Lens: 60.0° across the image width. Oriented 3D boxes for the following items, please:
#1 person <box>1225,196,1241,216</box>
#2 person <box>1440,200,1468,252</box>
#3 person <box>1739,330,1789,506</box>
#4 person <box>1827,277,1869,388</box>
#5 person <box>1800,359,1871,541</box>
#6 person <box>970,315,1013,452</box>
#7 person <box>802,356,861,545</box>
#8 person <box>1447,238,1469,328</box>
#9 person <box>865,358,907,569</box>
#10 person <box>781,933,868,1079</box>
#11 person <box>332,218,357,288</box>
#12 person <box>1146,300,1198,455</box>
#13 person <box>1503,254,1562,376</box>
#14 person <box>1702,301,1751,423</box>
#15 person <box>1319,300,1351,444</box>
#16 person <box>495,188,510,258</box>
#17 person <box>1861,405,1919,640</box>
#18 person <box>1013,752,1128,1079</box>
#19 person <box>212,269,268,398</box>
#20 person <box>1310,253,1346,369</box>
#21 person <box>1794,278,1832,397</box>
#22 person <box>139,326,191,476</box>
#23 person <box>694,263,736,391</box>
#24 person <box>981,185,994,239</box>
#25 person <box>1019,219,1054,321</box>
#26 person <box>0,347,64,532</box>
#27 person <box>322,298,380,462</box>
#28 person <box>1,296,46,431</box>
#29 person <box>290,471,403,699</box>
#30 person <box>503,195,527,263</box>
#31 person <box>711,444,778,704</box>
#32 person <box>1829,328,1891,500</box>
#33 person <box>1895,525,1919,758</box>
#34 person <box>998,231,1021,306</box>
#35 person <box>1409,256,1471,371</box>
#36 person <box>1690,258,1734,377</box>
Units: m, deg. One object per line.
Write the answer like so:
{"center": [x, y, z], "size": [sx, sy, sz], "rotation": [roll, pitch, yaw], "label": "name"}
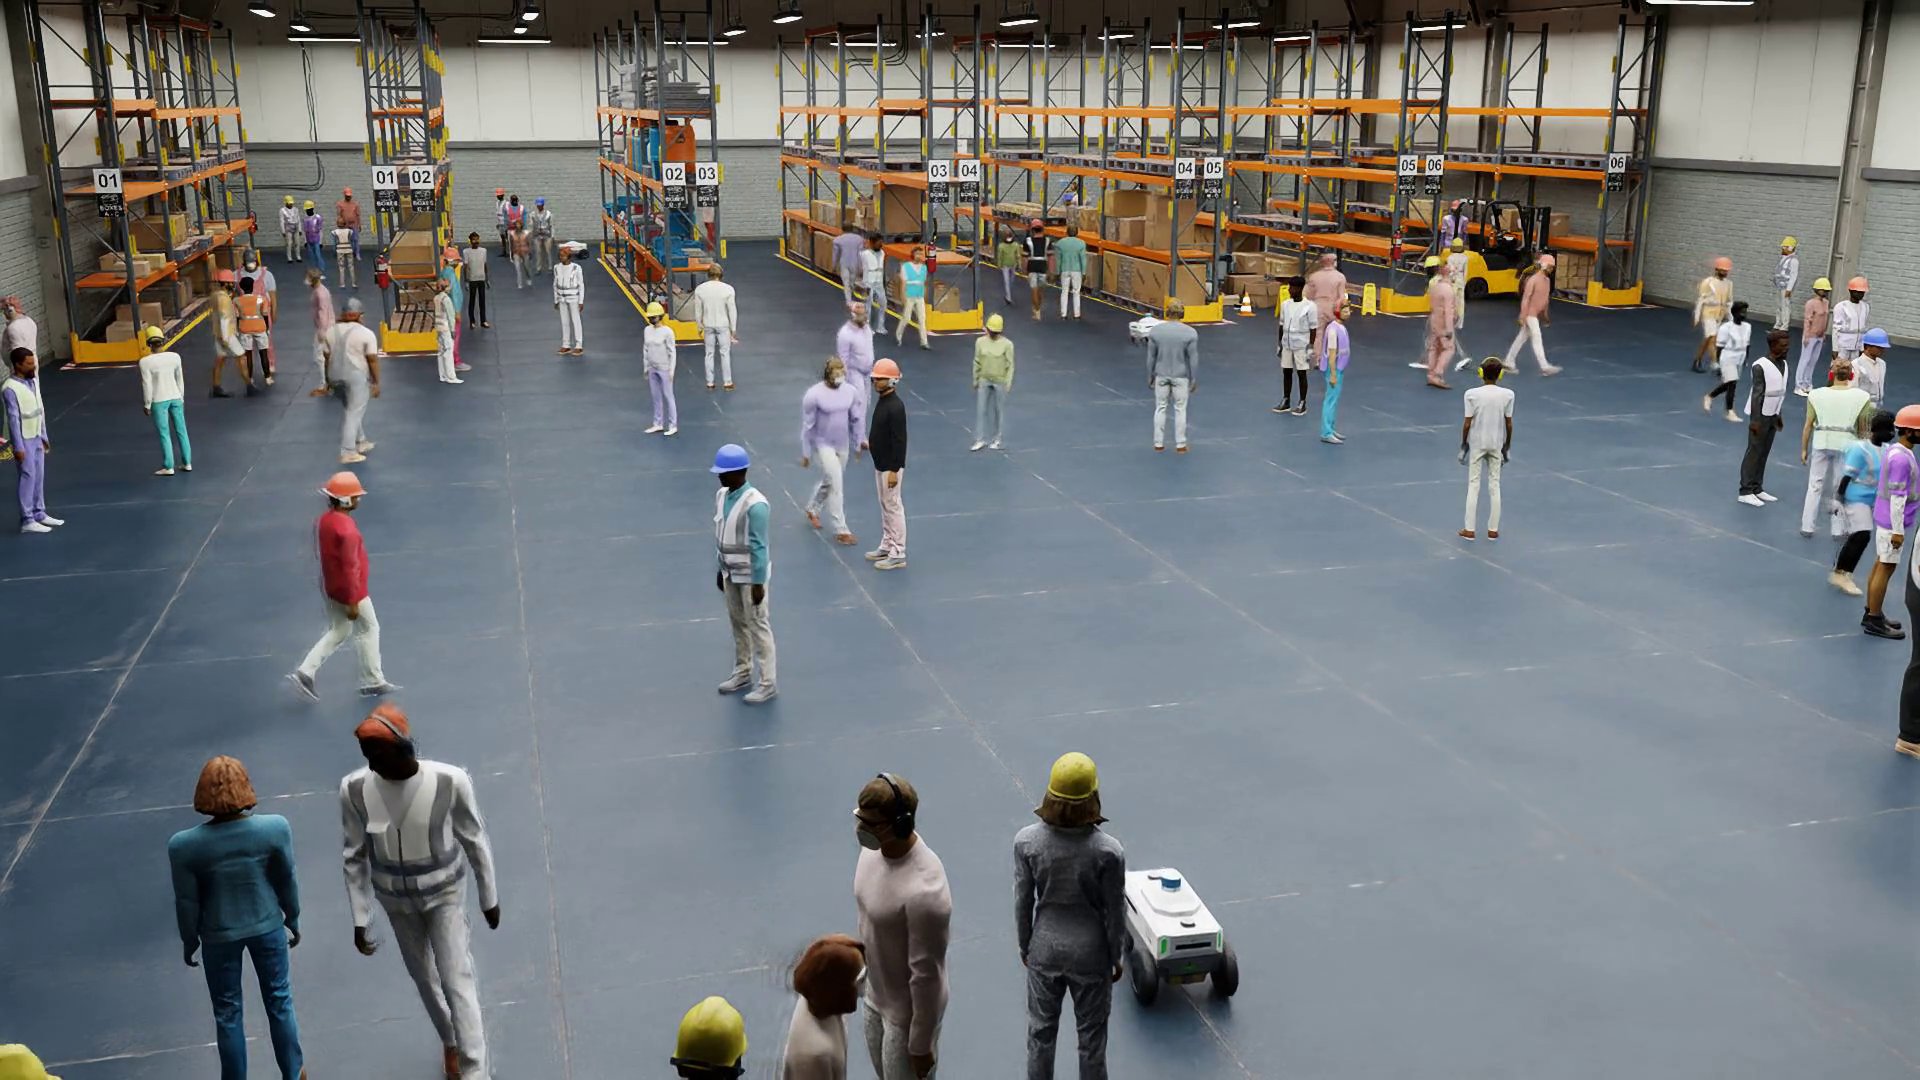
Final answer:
{"center": [7.821, -9.035, 47.718], "size": [0.500, 1.633, 0.280], "rotation": [-5, 16, -19], "label": "person"}
{"center": [11.596, -6.947, 39.072], "size": [0.605, 2.045, 0.379], "rotation": [2, 15, 6], "label": "person"}
{"center": [8.840, -1.354, 18.263], "size": [0.587, 1.920, 0.391], "rotation": [-12, 19, -38], "label": "person"}
{"center": [12.505, -2.726, 23.392], "size": [0.544, 1.939, 0.354], "rotation": [-5, 16, -17], "label": "person"}
{"center": [8.767, -0.899, 16.719], "size": [0.561, 1.837, 0.388], "rotation": [7, 17, 25], "label": "person"}
{"center": [0.390, -1.969, 20.951], "size": [0.563, 1.713, 0.761], "rotation": [5, 16, 18], "label": "person"}
{"center": [-1.339, -0.949, 16.842], "size": [0.644, 1.897, 1.006], "rotation": [-13, 20, -40], "label": "person"}
{"center": [9.579, -4.964, 32.185], "size": [0.492, 1.742, 0.320], "rotation": [-6, 16, -22], "label": "person"}
{"center": [-0.689, -0.728, 15.758], "size": [0.369, 1.996, 0.622], "rotation": [-5, 16, -17], "label": "person"}
{"center": [-0.494, 2.113, 5.883], "size": [0.828, 1.576, 0.508], "rotation": [1, 15, 3], "label": "person"}
{"center": [-14.432, -6.722, 39.003], "size": [0.514, 1.640, 0.310], "rotation": [-7, 16, -23], "label": "person"}
{"center": [2.643, -2.028, 20.785], "size": [0.642, 1.931, 0.378], "rotation": [5, 16, 19], "label": "person"}
{"center": [9.231, -3.609, 26.713], "size": [0.967, 1.933, 0.632], "rotation": [11, 18, 35], "label": "person"}
{"center": [10.634, -2.495, 23.050], "size": [0.531, 1.676, 0.726], "rotation": [-7, 16, -23], "label": "person"}
{"center": [4.843, -2.180, 21.512], "size": [0.375, 1.843, 0.575], "rotation": [6, 16, 20], "label": "person"}
{"center": [-12.809, -8.883, 46.590], "size": [0.549, 1.930, 0.398], "rotation": [12, 19, 38], "label": "person"}
{"center": [7.737, -0.158, 13.730], "size": [0.355, 1.938, 0.545], "rotation": [7, 16, 24], "label": "person"}
{"center": [0.466, 1.722, 7.029], "size": [0.486, 1.744, 0.294], "rotation": [4, 15, 15], "label": "person"}
{"center": [-10.802, -3.070, 24.745], "size": [0.880, 1.896, 0.566], "rotation": [-10, 18, -34], "label": "person"}
{"center": [6.129, -3.785, 27.471], "size": [0.673, 1.881, 0.785], "rotation": [11, 18, 36], "label": "person"}
{"center": [12.800, -3.035, 24.886], "size": [0.534, 1.767, 0.314], "rotation": [-10, 18, -32], "label": "person"}
{"center": [-9.403, -1.640, 19.640], "size": [0.329, 1.765, 0.526], "rotation": [9, 17, 31], "label": "person"}
{"center": [-3.697, -3.220, 25.251], "size": [0.630, 1.938, 0.369], "rotation": [2, 15, 8], "label": "person"}
{"center": [0.928, -10.425, 52.838], "size": [0.917, 1.691, 0.494], "rotation": [-14, 21, -43], "label": "person"}
{"center": [1.517, -5.457, 33.543], "size": [0.654, 1.995, 0.998], "rotation": [-5, 16, -17], "label": "person"}
{"center": [-9.584, -1.027, 17.068], "size": [0.392, 1.911, 0.585], "rotation": [-2, 15, -6], "label": "person"}
{"center": [-7.517, -2.013, 20.512], "size": [0.698, 2.000, 0.870], "rotation": [5, 16, 18], "label": "person"}
{"center": [-12.089, -2.186, 21.423], "size": [0.410, 1.907, 0.642], "rotation": [-3, 15, -12], "label": "person"}
{"center": [-4.574, 0.353, 12.219], "size": [0.720, 1.731, 0.568], "rotation": [-13, 19, -39], "label": "person"}
{"center": [-12.028, -8.423, 45.044], "size": [0.617, 1.835, 0.431], "rotation": [-3, 15, -12], "label": "person"}
{"center": [-1.609, 0.241, 12.235], "size": [0.421, 1.937, 0.610], "rotation": [-12, 19, -38], "label": "person"}
{"center": [9.909, -1.362, 18.270], "size": [0.601, 1.939, 0.409], "rotation": [-9, 17, -31], "label": "person"}
{"center": [6.674, 0.457, 11.216], "size": [0.538, 2.000, 0.689], "rotation": [11, 18, 35], "label": "person"}
{"center": [1.052, -5.905, 36.017], "size": [0.510, 1.592, 0.847], "rotation": [-5, 16, -18], "label": "person"}
{"center": [7.927, -3.704, 27.232], "size": [0.946, 1.869, 0.622], "rotation": [11, 18, 35], "label": "person"}
{"center": [12.142, -3.560, 26.626], "size": [0.566, 1.883, 0.983], "rotation": [-5, 16, -18], "label": "person"}
